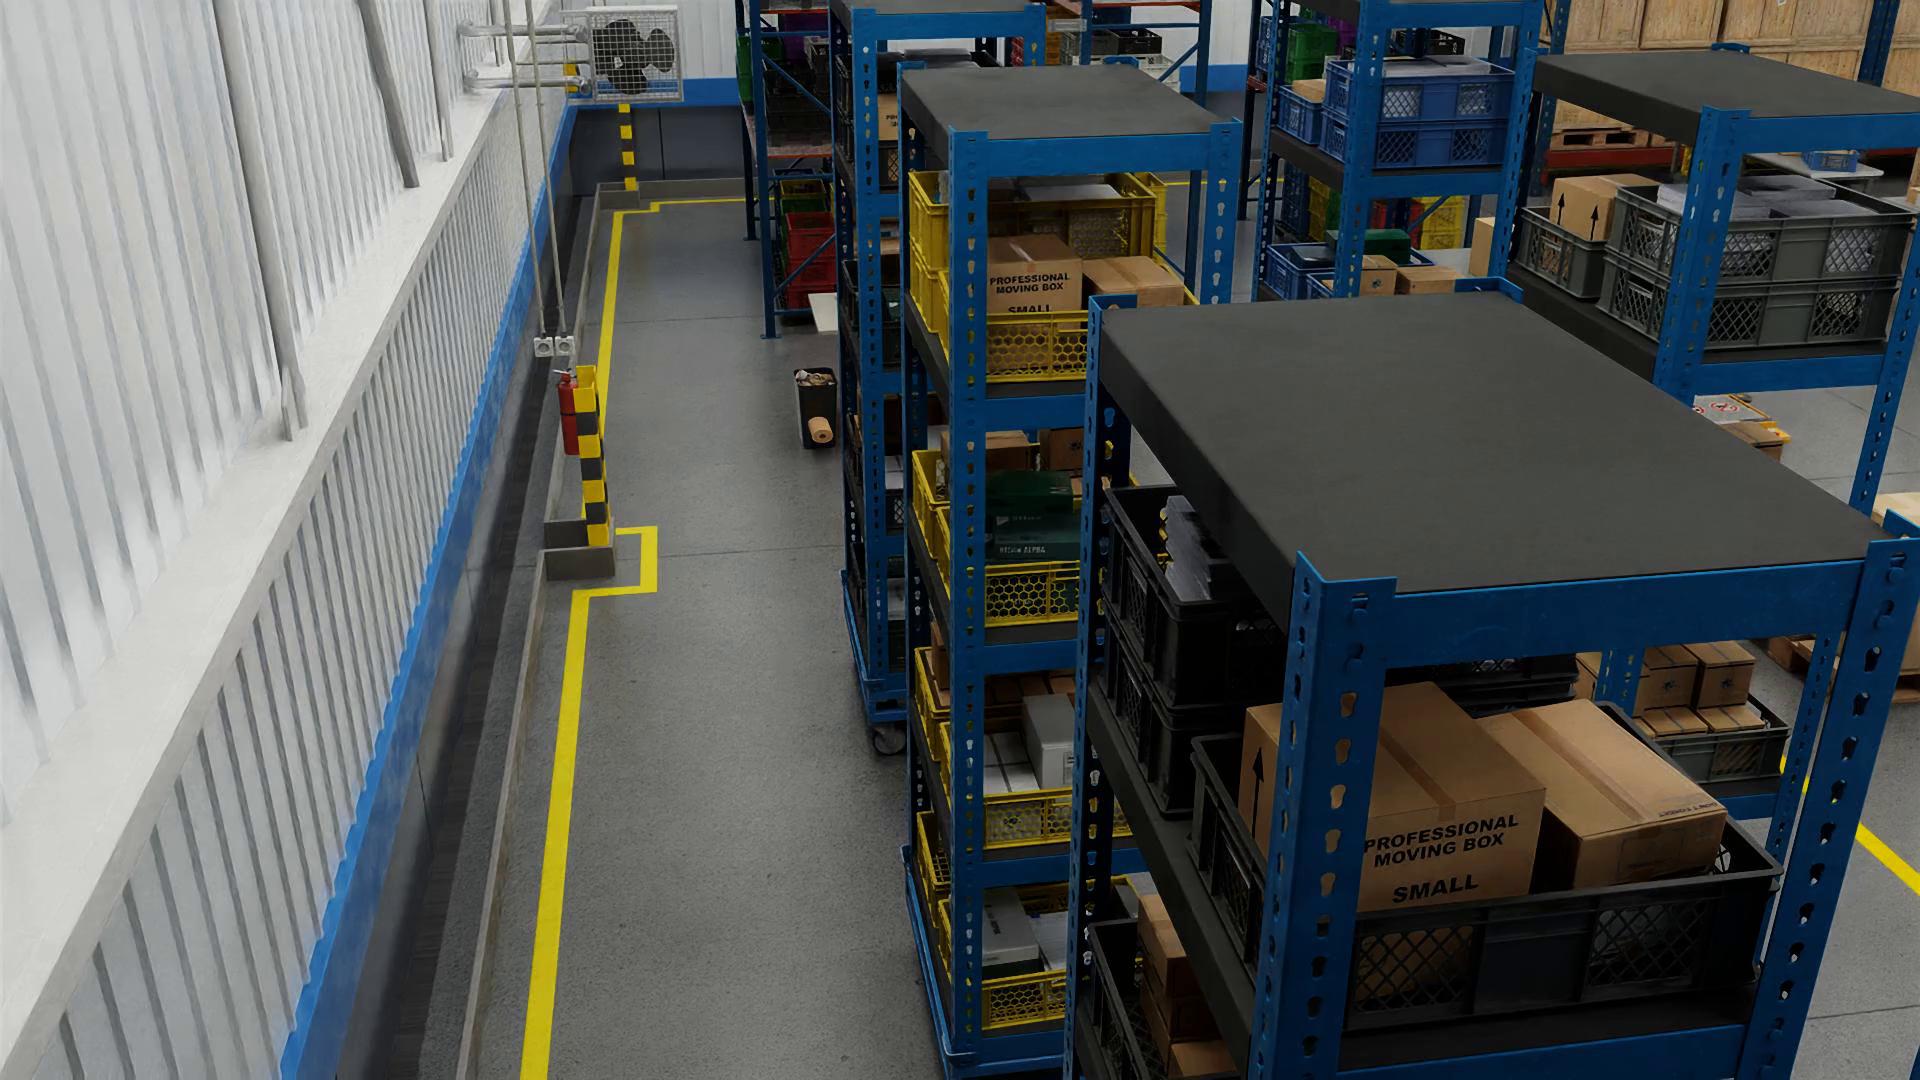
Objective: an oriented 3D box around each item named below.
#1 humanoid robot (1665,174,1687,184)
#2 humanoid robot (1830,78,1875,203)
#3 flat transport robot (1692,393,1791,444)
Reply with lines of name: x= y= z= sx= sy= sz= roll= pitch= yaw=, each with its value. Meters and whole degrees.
humanoid robot: x=5.551 y=-2.128 z=13.282 sx=0.692 sy=1.635 sz=0.598 roll=21 pitch=32 yaw=39
humanoid robot: x=9.098 y=-3.876 z=17.022 sx=0.316 sy=1.657 sz=0.612 roll=15 pitch=29 yaw=30
flat transport robot: x=5.224 y=-0.859 z=12.132 sx=1.431 sy=0.197 sz=0.652 roll=-4 pitch=25 yaw=-8
